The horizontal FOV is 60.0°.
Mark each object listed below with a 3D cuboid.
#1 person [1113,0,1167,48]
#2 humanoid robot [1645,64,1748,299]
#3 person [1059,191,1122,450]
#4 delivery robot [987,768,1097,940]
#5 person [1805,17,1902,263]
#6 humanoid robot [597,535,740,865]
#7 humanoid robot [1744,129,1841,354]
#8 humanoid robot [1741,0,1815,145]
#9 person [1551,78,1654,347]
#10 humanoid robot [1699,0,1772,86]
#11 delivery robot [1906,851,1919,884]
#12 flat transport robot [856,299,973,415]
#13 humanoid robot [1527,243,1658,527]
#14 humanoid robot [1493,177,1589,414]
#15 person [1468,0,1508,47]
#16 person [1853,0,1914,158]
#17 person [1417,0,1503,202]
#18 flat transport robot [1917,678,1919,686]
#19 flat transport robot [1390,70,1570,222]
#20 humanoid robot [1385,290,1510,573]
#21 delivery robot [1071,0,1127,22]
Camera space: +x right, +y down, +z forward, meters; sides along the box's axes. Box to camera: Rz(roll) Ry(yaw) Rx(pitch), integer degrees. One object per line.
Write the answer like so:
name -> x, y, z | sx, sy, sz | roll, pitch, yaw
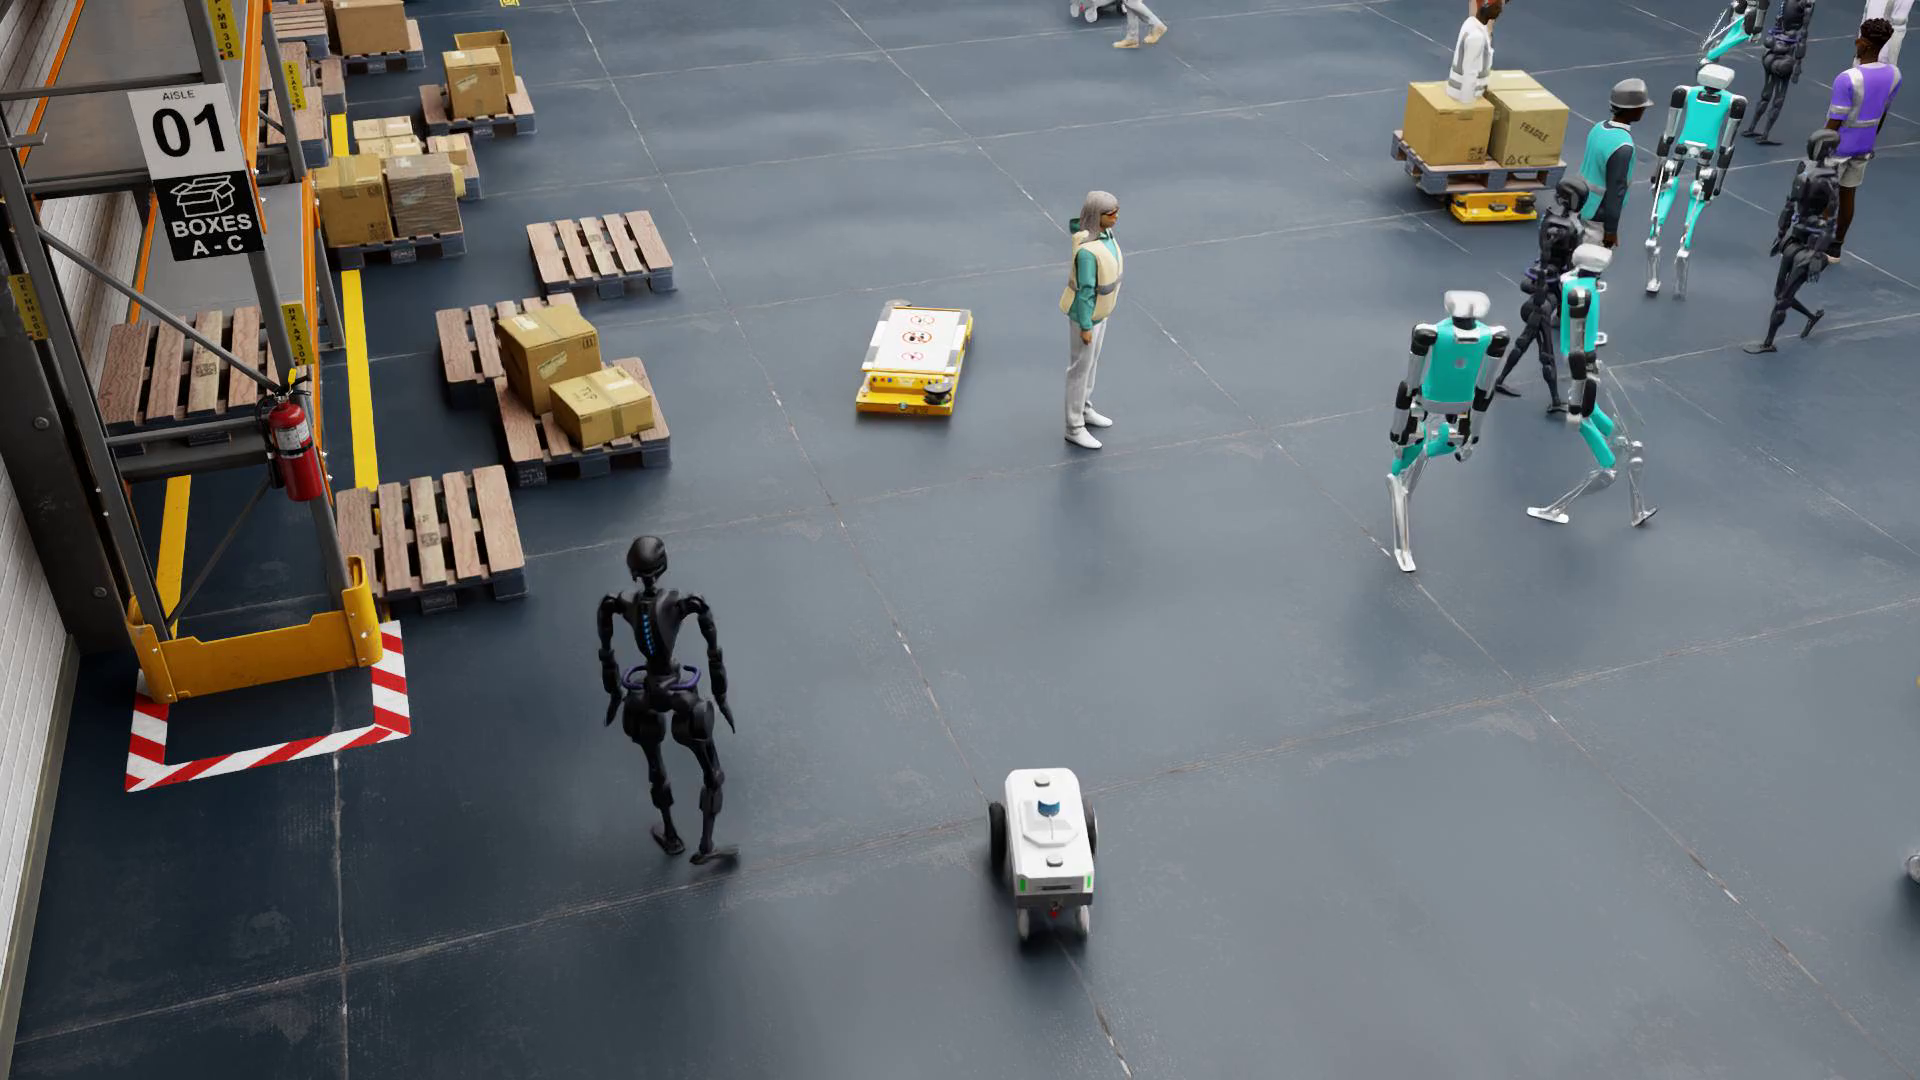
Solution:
person -> 1.954, -6.221, 17.953 | 0.511, 1.855, 0.473 | -3, 33, -4
humanoid robot -> 5.446, -2.596, 12.558 | 0.542, 1.868, 0.672 | 18, 37, 25
person -> 0.834, -1.440, 10.746 | 0.371, 1.709, 0.465 | 11, 35, 17
delivery robot -> 0.392, 1.369, 7.484 | 0.499, 0.581, 0.774 | -2, 33, -3
person -> 6.955, -3.104, 13.066 | 0.608, 1.964, 0.366 | -12, 35, -18
humanoid robot -> -1.316, 0.753, 7.419 | 0.615, 1.648, 0.446 | 3, 33, 4
humanoid robot -> 6.065, -2.111, 11.831 | 0.640, 1.635, 0.615 | -3, 33, -4
humanoid robot -> 7.703, -4.551, 15.546 | 0.309, 1.652, 0.609 | -1, 33, -1
person -> 4.569, -2.352, 11.937 | 0.433, 1.940, 0.550 | -1, 33, -2
humanoid robot -> 7.527, -5.042, 16.310 | 0.700, 1.867, 0.538 | -2, 33, -2
delivery robot -> 4.638, 1.464, 7.338 | 0.499, 0.581, 0.774 | -12, 35, -18
flat transport robot -> -0.307, -1.314, 11.873 | 0.659, 0.231, 1.431 | 4, 33, 5
humanoid robot -> 3.920, -0.840, 9.848 | 0.956, 1.805, 0.586 | 10, 34, 14
humanoid robot -> 3.994, -1.643, 11.112 | 0.719, 1.636, 0.609 | 22, 39, 30
person -> 5.599, -5.809, 17.495 | 0.476, 1.657, 0.650 | 26, 41, 34
person -> 8.405, -4.470, 15.201 | 0.381, 1.929, 0.544 | -3, 33, -5
person -> 4.289, -3.810, 14.246 | 0.457, 1.877, 0.594 | 8, 34, 12
flat transport robot -> 5.676, 0.978, 8.358 | 0.659, 0.231, 1.431 | -15, 36, -22
flat transport robot -> 4.521, -3.162, 14.709 | 0.659, 0.231, 1.431 | -3, 33, -5
humanoid robot -> 2.709, -0.753, 9.709 | 0.559, 1.794, 0.930 | -1, 33, -1
delivery robot -> 1.635, -6.370, 19.366 | 0.505, 0.595, 0.766 | 27, 42, 35
